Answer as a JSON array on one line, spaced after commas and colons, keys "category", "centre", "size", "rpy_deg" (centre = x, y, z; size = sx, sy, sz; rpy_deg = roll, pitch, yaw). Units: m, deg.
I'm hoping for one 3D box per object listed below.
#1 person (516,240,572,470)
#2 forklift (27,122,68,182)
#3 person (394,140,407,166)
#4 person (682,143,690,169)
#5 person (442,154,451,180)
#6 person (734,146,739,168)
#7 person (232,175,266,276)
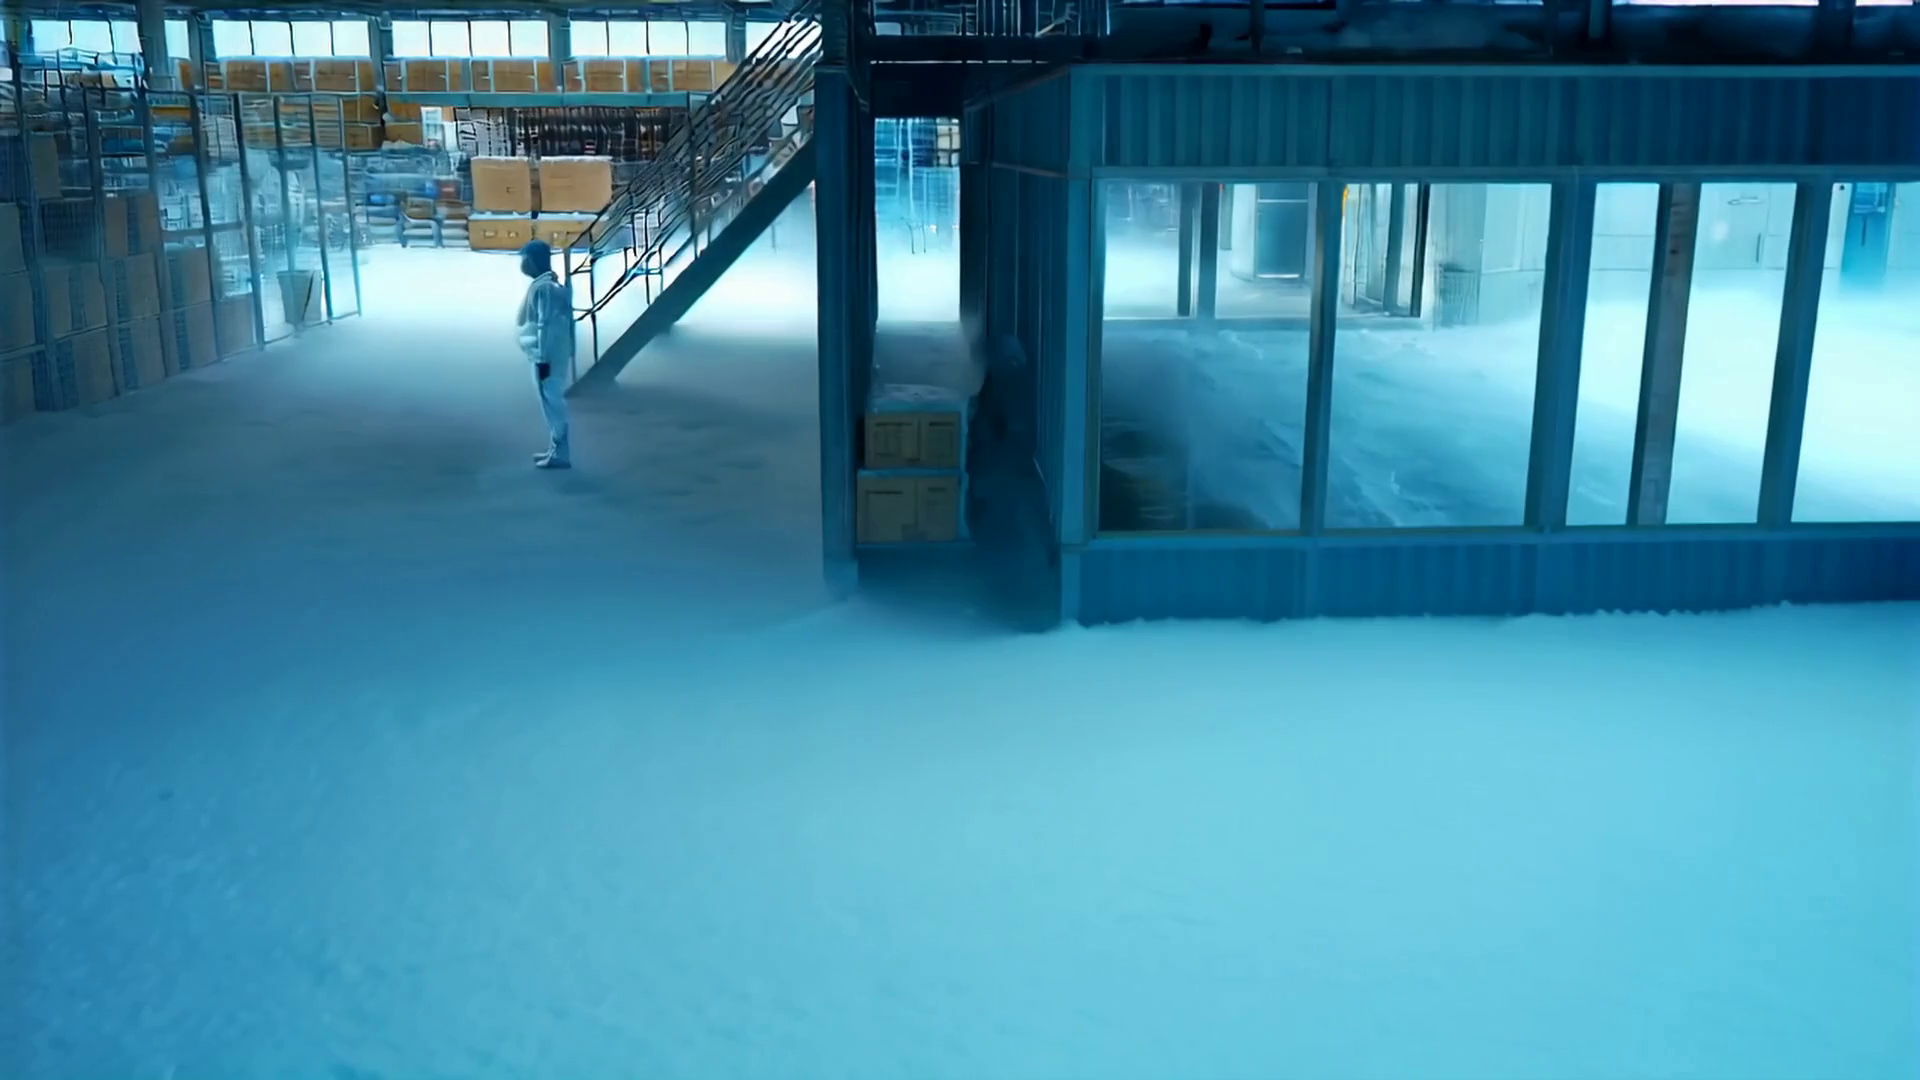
[{"category": "person", "centre": [-3.342, -1.486, 13.410], "size": [0.431, 1.836, 0.619], "rpy_deg": [-4, 15, -15]}, {"category": "forklift", "centre": [-35.376, -14.773, 64.377], "size": [1.129, 2.768, 1.873], "rpy_deg": [-1, 14, -2]}, {"category": "person", "centre": [-27.602, -18.733, 82.035], "size": [0.628, 1.978, 0.439], "rpy_deg": [3, 14, 14]}, {"category": "person", "centre": [-12.346, -16.905, 74.913], "size": [0.616, 1.889, 0.649], "rpy_deg": [2, 14, 7]}, {"category": "person", "centre": [-17.133, -12.013, 55.611], "size": [0.328, 1.765, 0.527], "rpy_deg": [-2, 14, -7]}, {"category": "person", "centre": [-9.622, -16.475, 73.354], "size": [0.806, 1.801, 0.627], "rpy_deg": [0, 14, 1]}, {"category": "person", "centre": [-12.900, -5.712, 30.204], "size": [0.524, 1.876, 0.325], "rpy_deg": [-9, 17, -32]}]
